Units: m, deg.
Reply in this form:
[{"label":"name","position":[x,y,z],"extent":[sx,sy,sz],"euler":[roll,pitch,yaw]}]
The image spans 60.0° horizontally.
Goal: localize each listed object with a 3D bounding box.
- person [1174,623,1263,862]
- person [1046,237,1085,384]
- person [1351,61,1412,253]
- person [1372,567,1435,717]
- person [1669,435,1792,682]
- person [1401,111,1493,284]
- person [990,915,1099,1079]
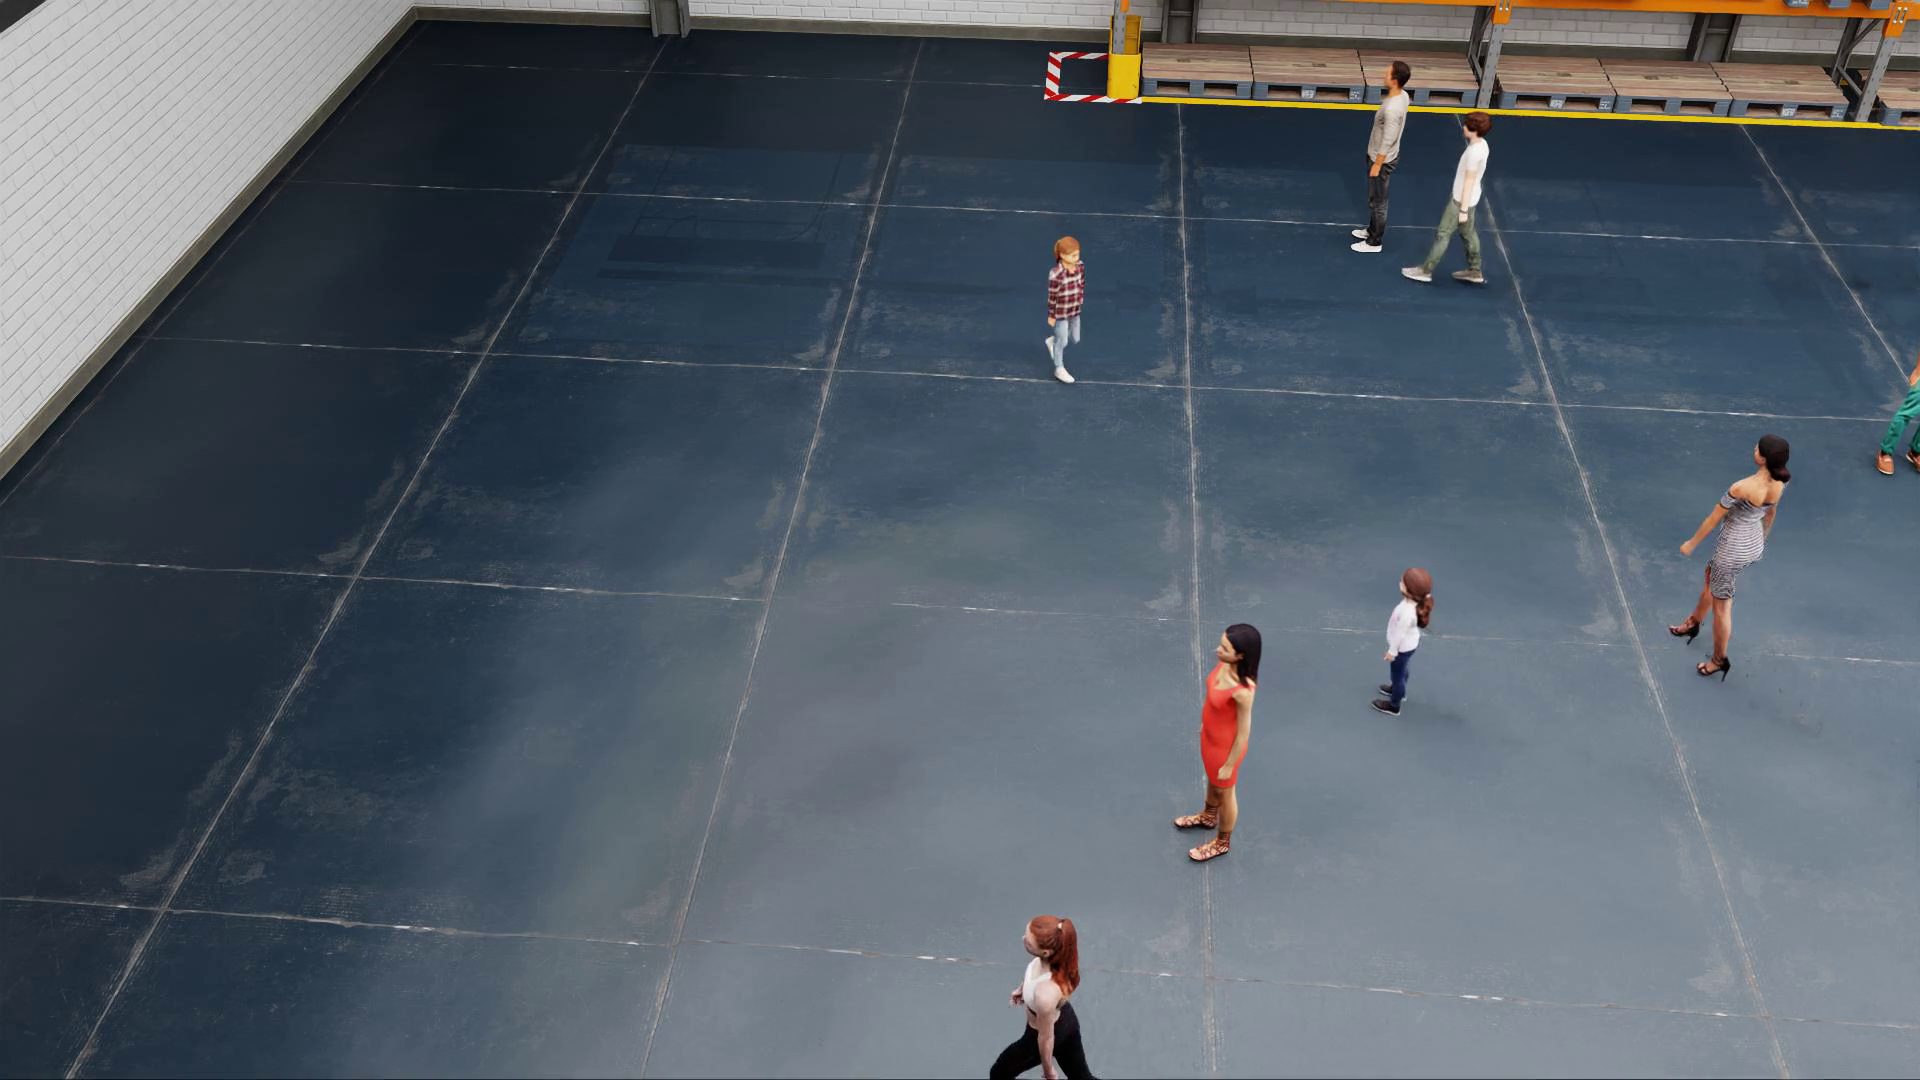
[{"label":"person","position":[1.503,1.134,9.453],"extent":[0.617,1.719,0.643],"euler":[-7,39,-9]},{"label":"person","position":[0.819,-1.929,13.627],"extent":[0.738,1.296,0.794],"euler":[-25,45,-28]},{"label":"person","position":[3.880,-3.499,15.180],"extent":[0.623,1.812,0.693],"euler":[11,40,14]},{"label":"person","position":[2.837,0.637,10.563],"extent":[0.525,1.110,0.497],"euler":[15,41,18]},{"label":"person","position":[5.010,0.160,10.605],"extent":[0.849,1.802,0.884],"euler":[-20,43,-23]},{"label":"person","position":[4.518,-2.985,14.680],"extent":[1.026,1.632,0.773],"euler":[14,41,17]},{"label":"person","position":[0.513,2.375,7.922],"extent":[1.252,1.690,0.792],"euler":[12,40,14]}]
